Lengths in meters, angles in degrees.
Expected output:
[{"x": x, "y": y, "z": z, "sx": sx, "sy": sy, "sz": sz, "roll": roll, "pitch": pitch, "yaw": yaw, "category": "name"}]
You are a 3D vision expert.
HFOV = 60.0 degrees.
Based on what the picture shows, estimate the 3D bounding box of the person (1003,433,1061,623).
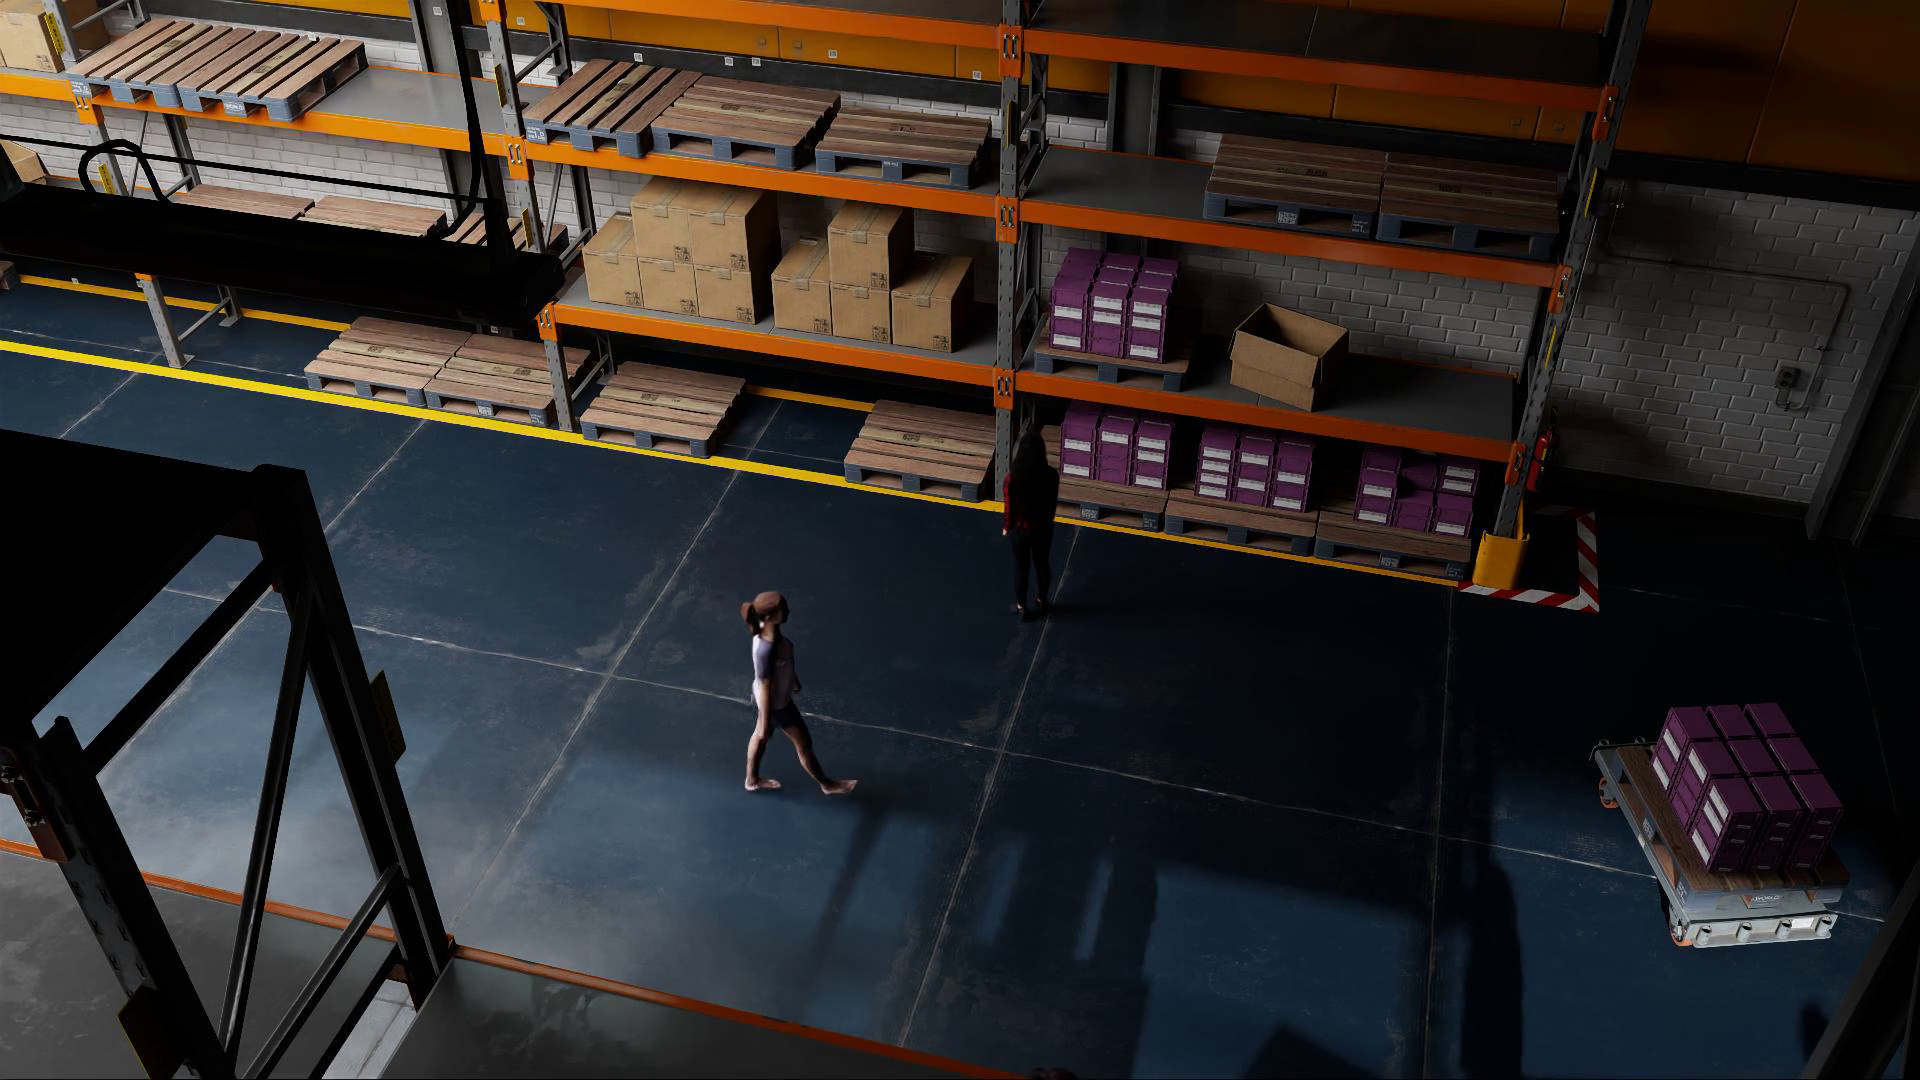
[{"x": 0.540, "y": -0.091, "z": 12.385, "sx": 0.626, "sy": 1.658, "sz": 0.723, "roll": -12, "pitch": 40, "yaw": -15, "category": "person"}]

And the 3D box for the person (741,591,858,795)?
[{"x": -1.301, "y": 1.049, "z": 10.894, "sx": 1.081, "sy": 1.738, "sz": 0.851, "roll": -4, "pitch": 39, "yaw": -5, "category": "person"}]
